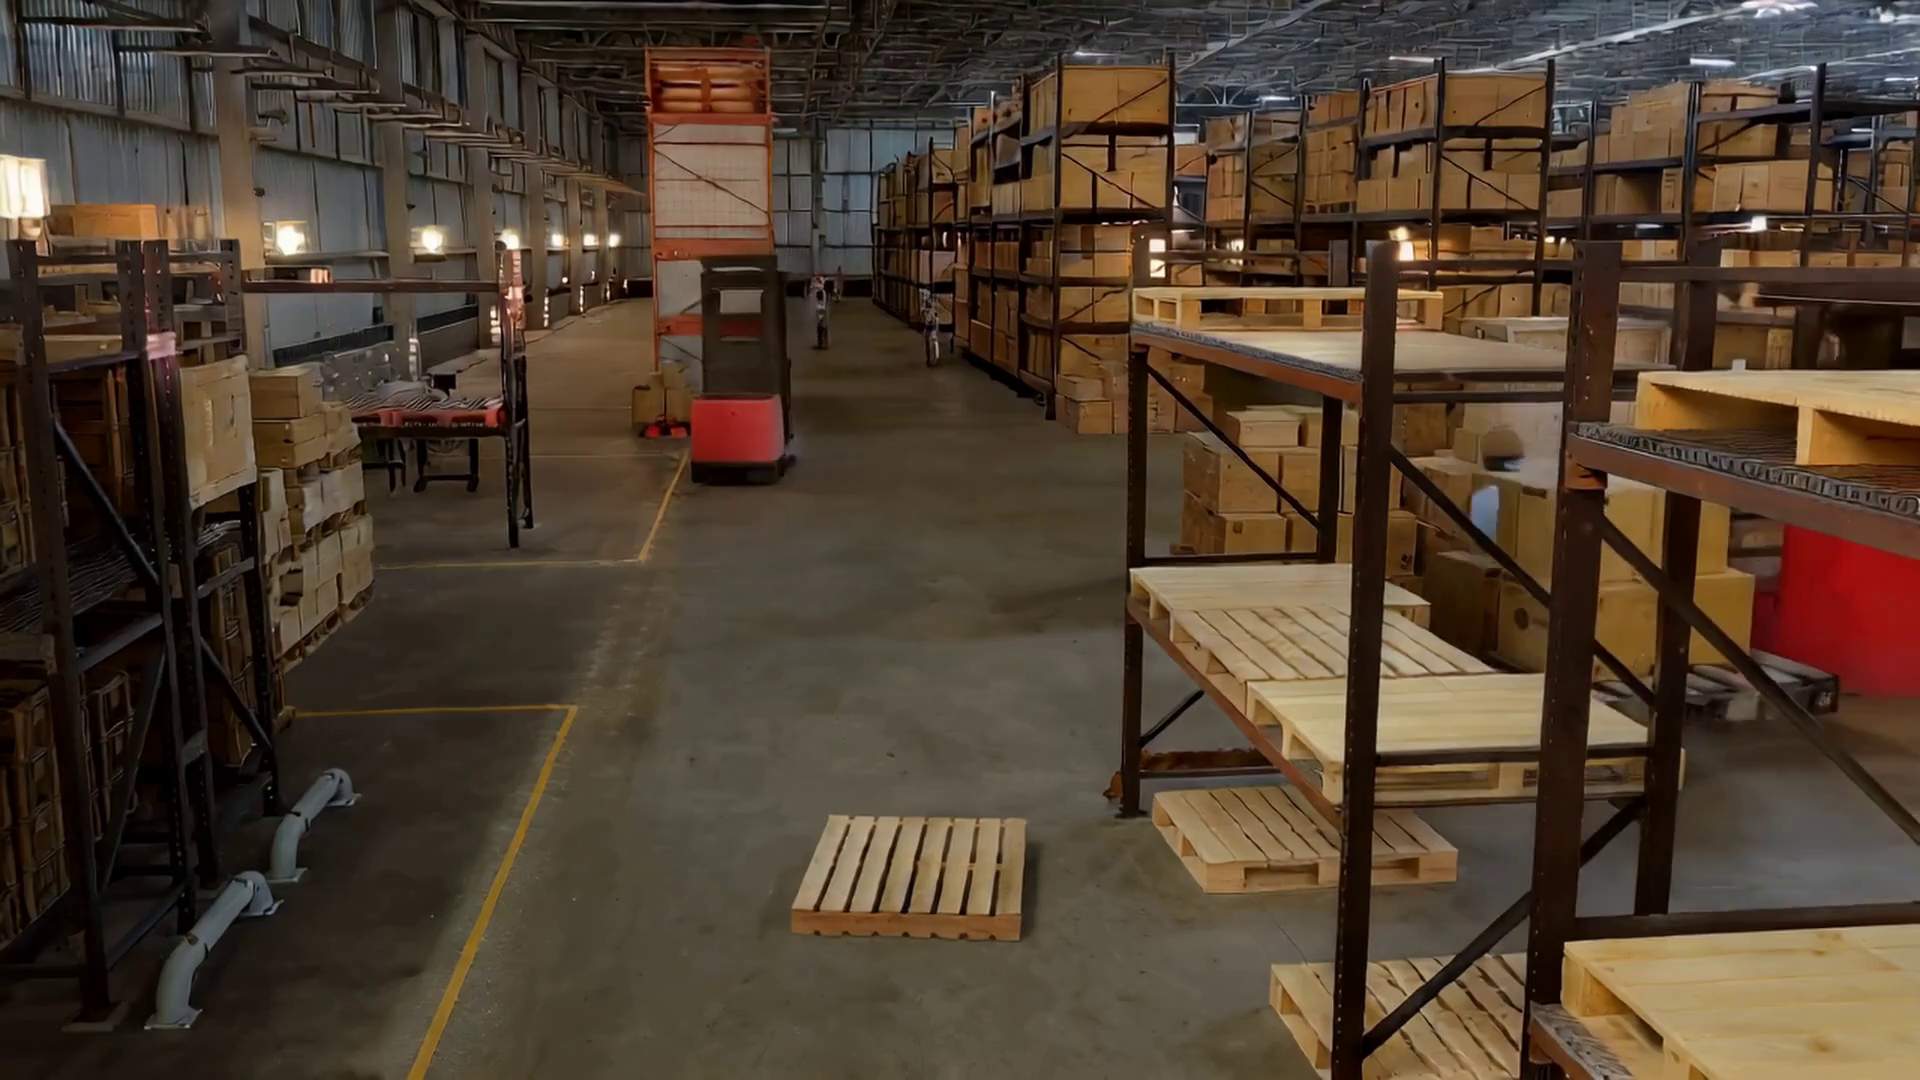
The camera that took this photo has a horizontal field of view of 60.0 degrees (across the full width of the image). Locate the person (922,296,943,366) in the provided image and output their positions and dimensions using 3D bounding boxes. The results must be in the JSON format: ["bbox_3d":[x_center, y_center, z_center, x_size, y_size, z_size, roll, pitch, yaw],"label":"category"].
[{"bbox_3d":[-0.673,-5.070,40.306,0.530,1.697,0.321,2,10,12],"label":"person"}]

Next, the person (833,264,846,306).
[{"bbox_3d":[-5.634,-11.790,76.945,0.649,1.908,0.813,7,12,35],"label":"person"}]

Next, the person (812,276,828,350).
[{"bbox_3d":[-3.881,-6.260,45.973,0.391,2.033,0.605,-6,12,-30],"label":"person"}]

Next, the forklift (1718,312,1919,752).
[{"bbox_3d":[5.829,-0.243,10.282,1.873,2.768,1.129,-3,11,-14],"label":"forklift"}]

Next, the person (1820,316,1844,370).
[{"bbox_3d":[13.089,-2.415,25.018,0.589,1.911,0.393,-10,14,-44],"label":"person"}]

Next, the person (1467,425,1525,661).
[{"bbox_3d":[3.329,0.277,10.059,0.549,1.925,0.630,-5,12,-28],"label":"person"}]

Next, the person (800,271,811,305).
[{"bbox_3d":[-7.093,-11.751,77.629,0.894,1.585,0.525,2,10,12],"label":"person"}]

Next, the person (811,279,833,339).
[{"bbox_3d":[-4.249,-7.107,51.148,0.658,1.865,0.975,2,10,10],"label":"person"}]

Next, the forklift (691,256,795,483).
[{"bbox_3d":[-2.779,-2.203,21.139,1.129,2.768,1.873,0,10,1],"label":"forklift"}]
